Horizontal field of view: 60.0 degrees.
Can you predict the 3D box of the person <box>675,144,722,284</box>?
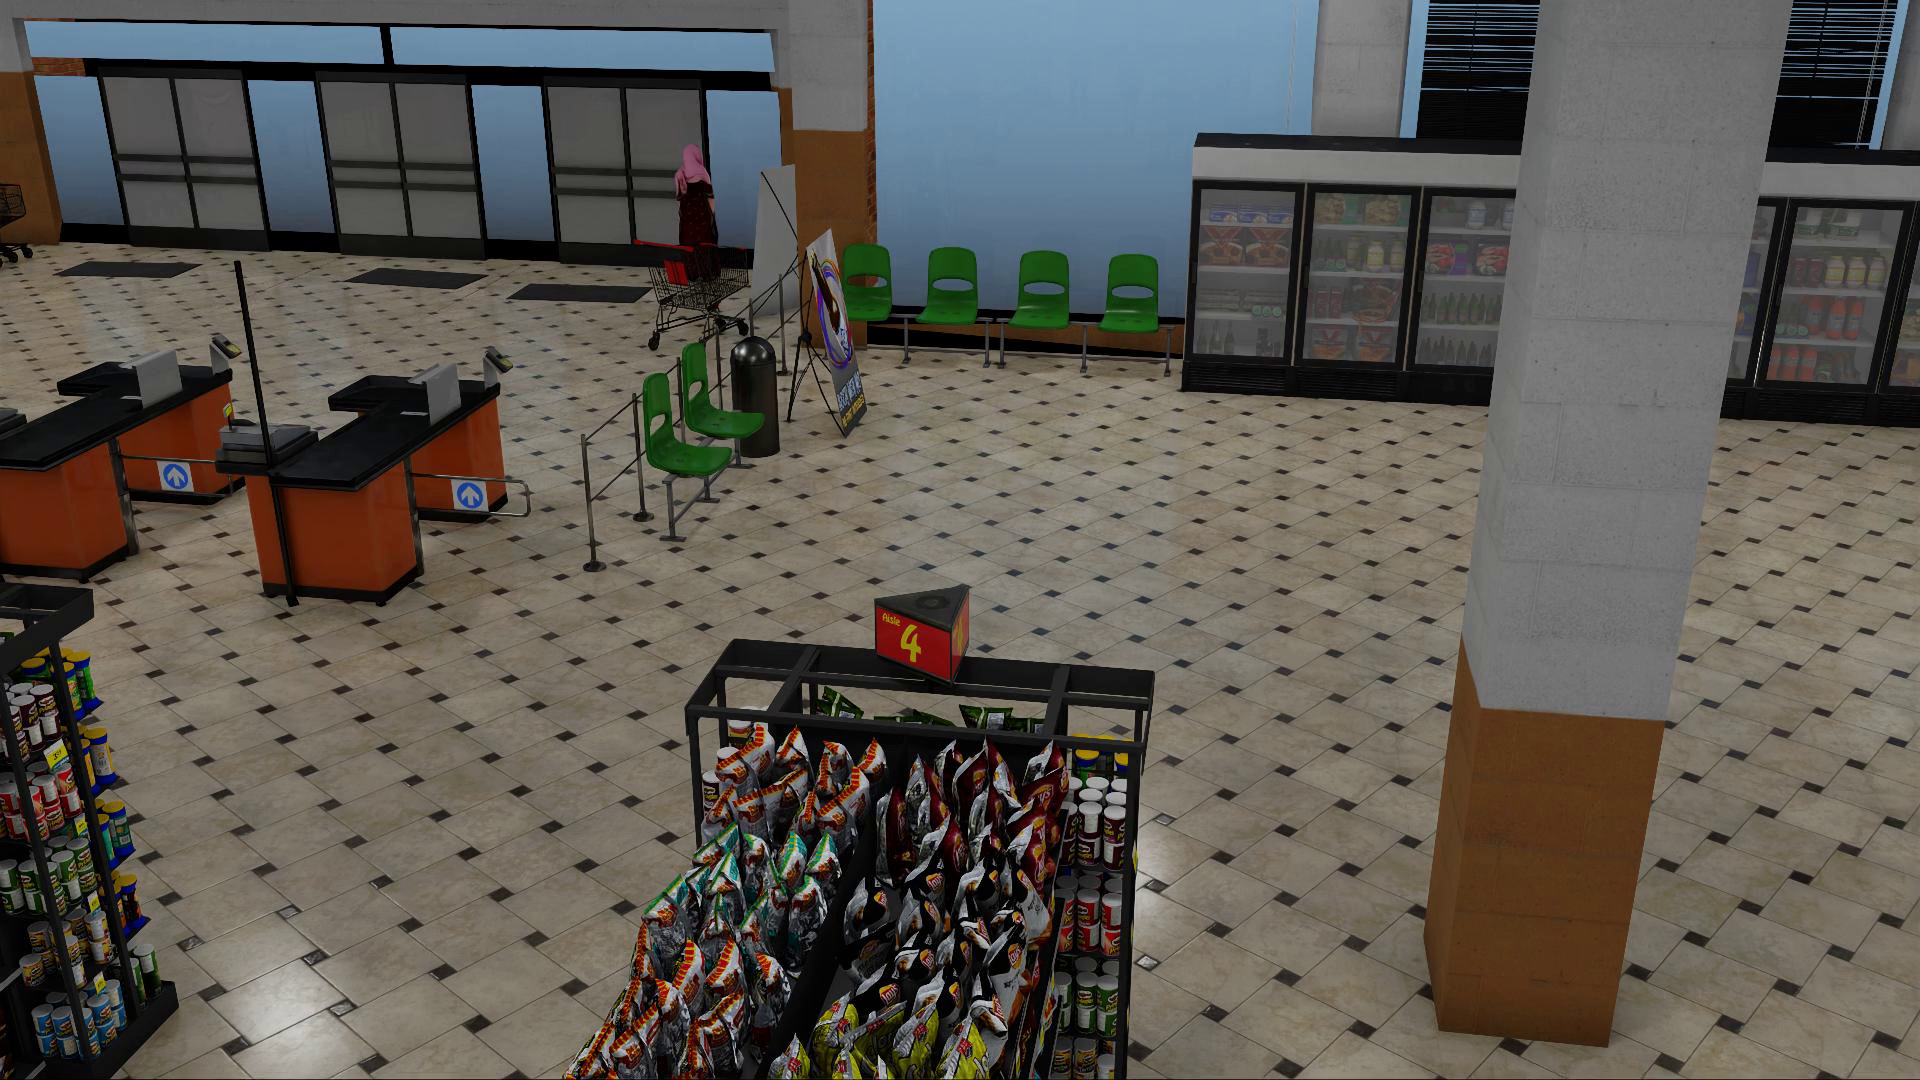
[{"bbox_3d":[-3.146,-3.902,19.856,0.678,1.637,0.623,6,23,15],"label":"person"}]
